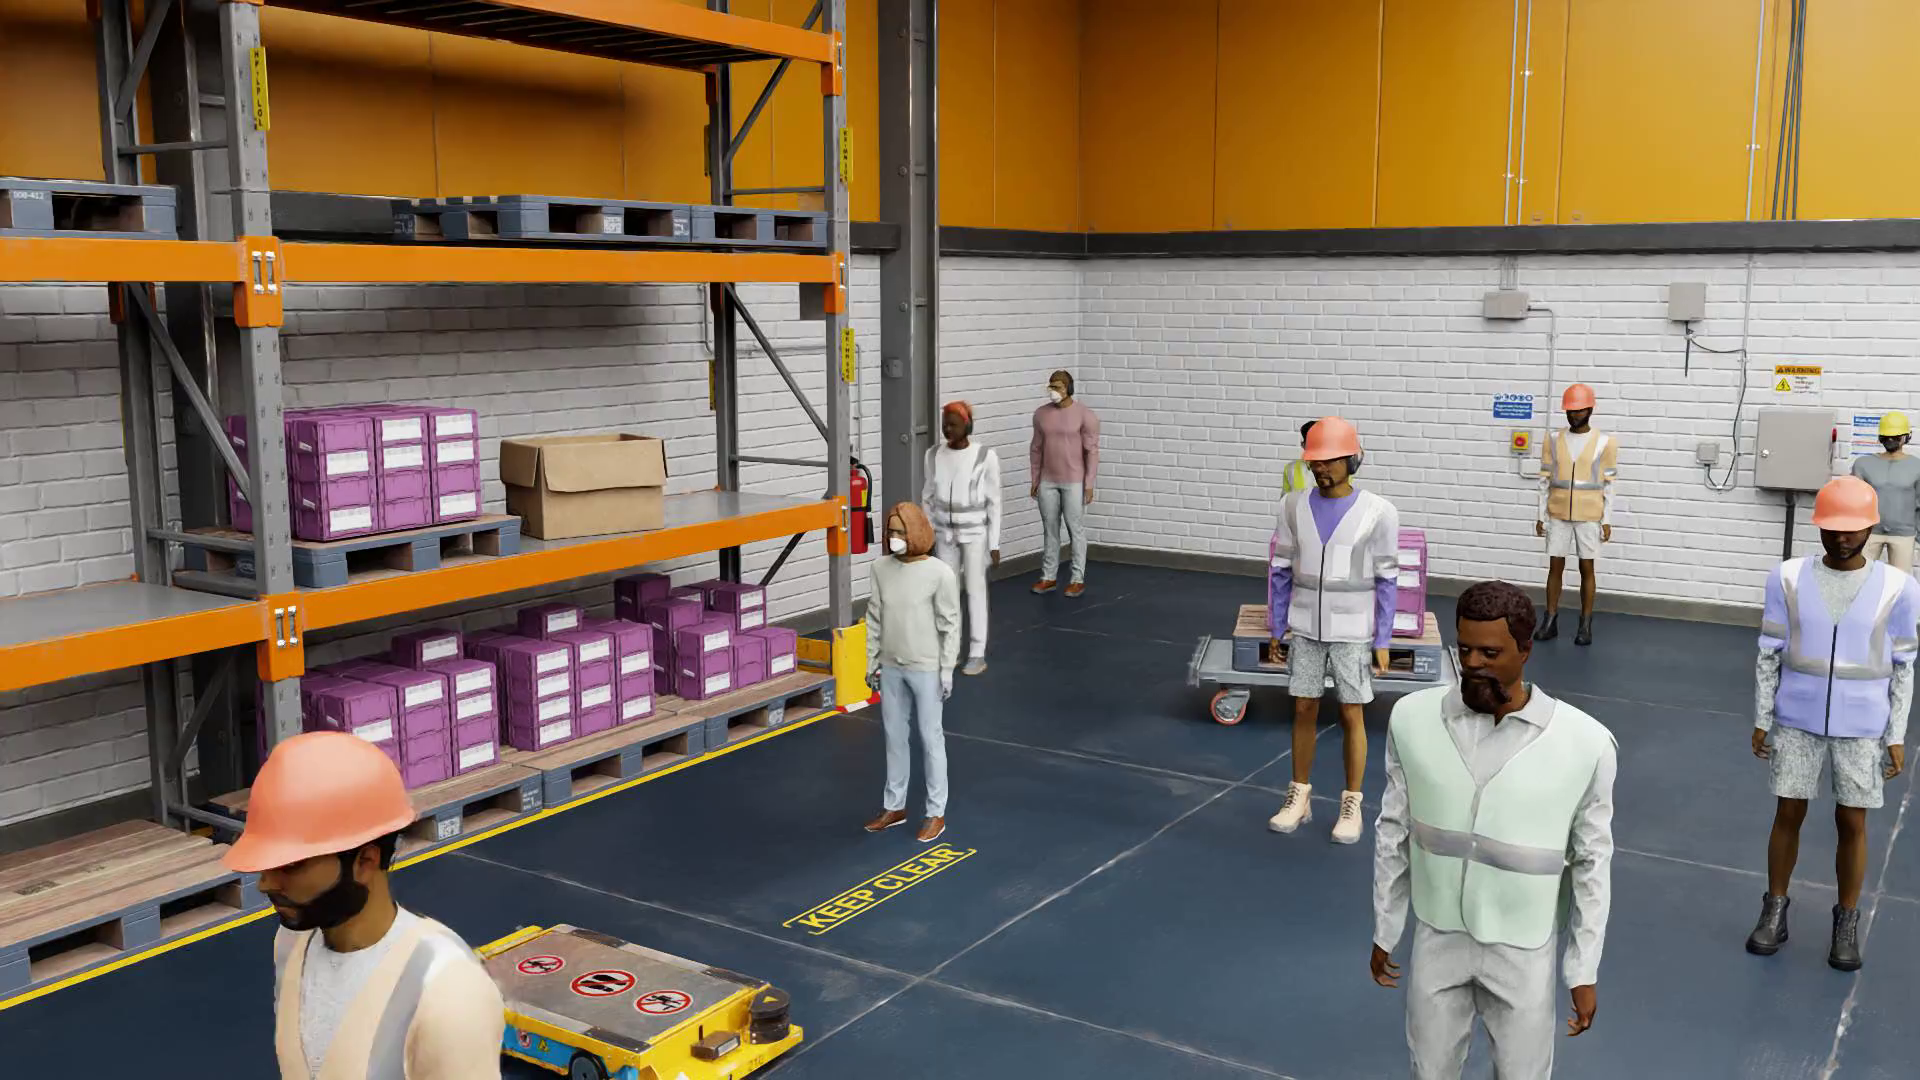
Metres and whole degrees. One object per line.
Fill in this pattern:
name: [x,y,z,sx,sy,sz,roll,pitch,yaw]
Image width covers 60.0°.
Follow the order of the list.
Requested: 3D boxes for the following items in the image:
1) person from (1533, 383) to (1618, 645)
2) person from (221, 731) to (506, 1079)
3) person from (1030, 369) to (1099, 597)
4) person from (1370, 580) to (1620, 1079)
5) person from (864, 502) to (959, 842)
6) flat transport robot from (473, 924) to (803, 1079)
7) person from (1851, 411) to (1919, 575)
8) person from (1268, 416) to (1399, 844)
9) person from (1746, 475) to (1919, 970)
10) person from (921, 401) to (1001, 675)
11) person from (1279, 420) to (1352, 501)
person: [4.534,-0.189,12.284,0.551,1.934,0.373,6,10,32]
person: [-1.013,1.268,2.895,0.550,1.926,0.460,6,11,35]
person: [0.876,-0.486,14.205,0.635,1.937,0.352,6,10,32]
person: [1.373,1.041,4.347,0.596,1.916,0.372,6,10,32]
person: [-0.241,0.625,7.975,0.507,1.630,0.268,6,10,32]
flat transport robot: [-1.317,1.631,5.844,1.431,0.197,0.652,6,10,32]
person: [6.596,-0.037,11.846,0.533,1.767,0.325,6,10,32]
person: [1.754,0.429,7.923,0.614,2.040,0.390,6,10,32]
person: [3.379,0.707,6.467,0.551,1.932,0.378,6,10,32]
person: [0.014,-0.009,11.352,0.628,1.871,0.432,5,10,27]
person: [2.531,-0.012,11.911,0.540,1.695,0.317,6,10,32]
